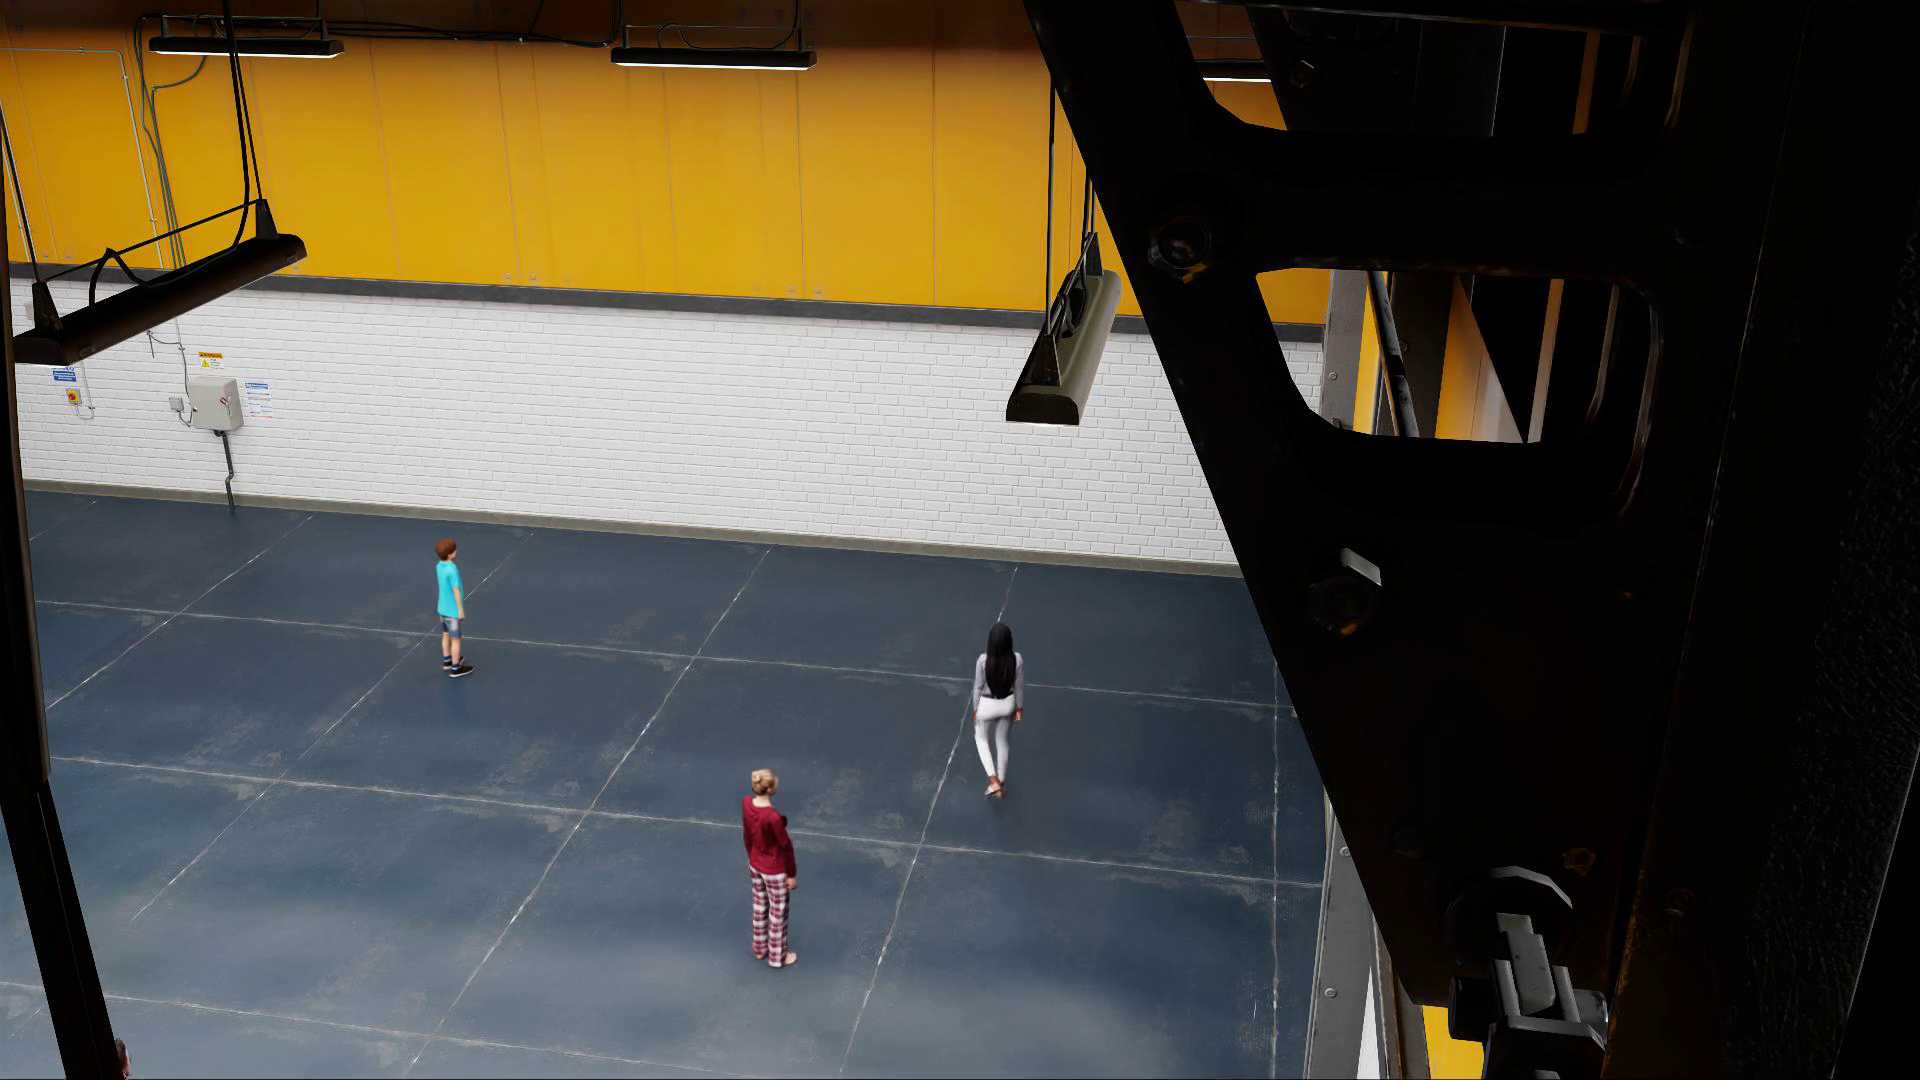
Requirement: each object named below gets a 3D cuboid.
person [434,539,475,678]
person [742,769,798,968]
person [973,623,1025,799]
[{"bbox_3d":[-5.185,0.671,16.885,0.659,1.445,0.610,-18,30,-36],"label":"person"},{"bbox_3d":[-1.434,2.442,12.515,0.692,1.699,0.683,19,30,37],"label":"person"},{"bbox_3d":[0.334,1.541,14.561,0.738,1.712,0.827,-4,24,-9],"label":"person"}]
